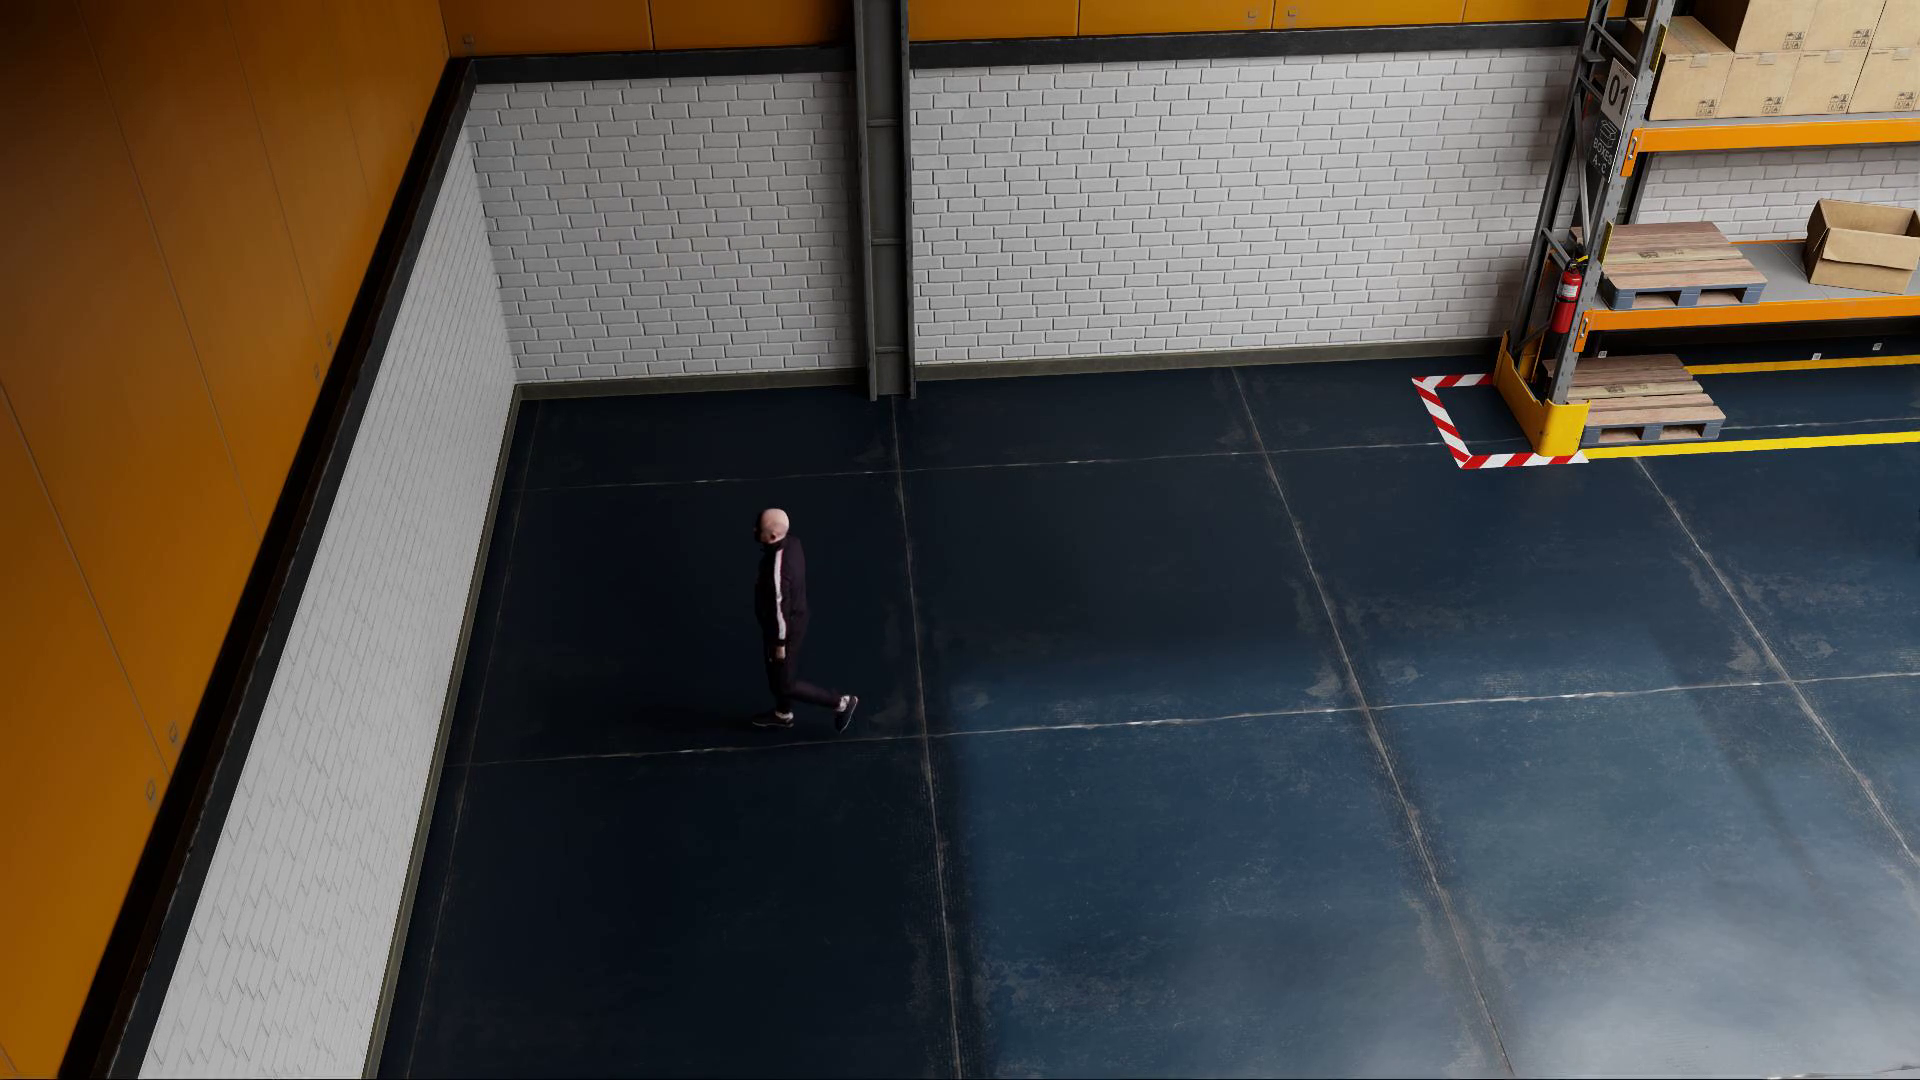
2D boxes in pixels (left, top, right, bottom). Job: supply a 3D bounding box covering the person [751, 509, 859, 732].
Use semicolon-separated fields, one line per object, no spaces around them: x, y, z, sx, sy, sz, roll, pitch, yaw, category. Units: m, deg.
-1.024;0.563;10.557;0.977;1.822;0.724;0;39;0;person
